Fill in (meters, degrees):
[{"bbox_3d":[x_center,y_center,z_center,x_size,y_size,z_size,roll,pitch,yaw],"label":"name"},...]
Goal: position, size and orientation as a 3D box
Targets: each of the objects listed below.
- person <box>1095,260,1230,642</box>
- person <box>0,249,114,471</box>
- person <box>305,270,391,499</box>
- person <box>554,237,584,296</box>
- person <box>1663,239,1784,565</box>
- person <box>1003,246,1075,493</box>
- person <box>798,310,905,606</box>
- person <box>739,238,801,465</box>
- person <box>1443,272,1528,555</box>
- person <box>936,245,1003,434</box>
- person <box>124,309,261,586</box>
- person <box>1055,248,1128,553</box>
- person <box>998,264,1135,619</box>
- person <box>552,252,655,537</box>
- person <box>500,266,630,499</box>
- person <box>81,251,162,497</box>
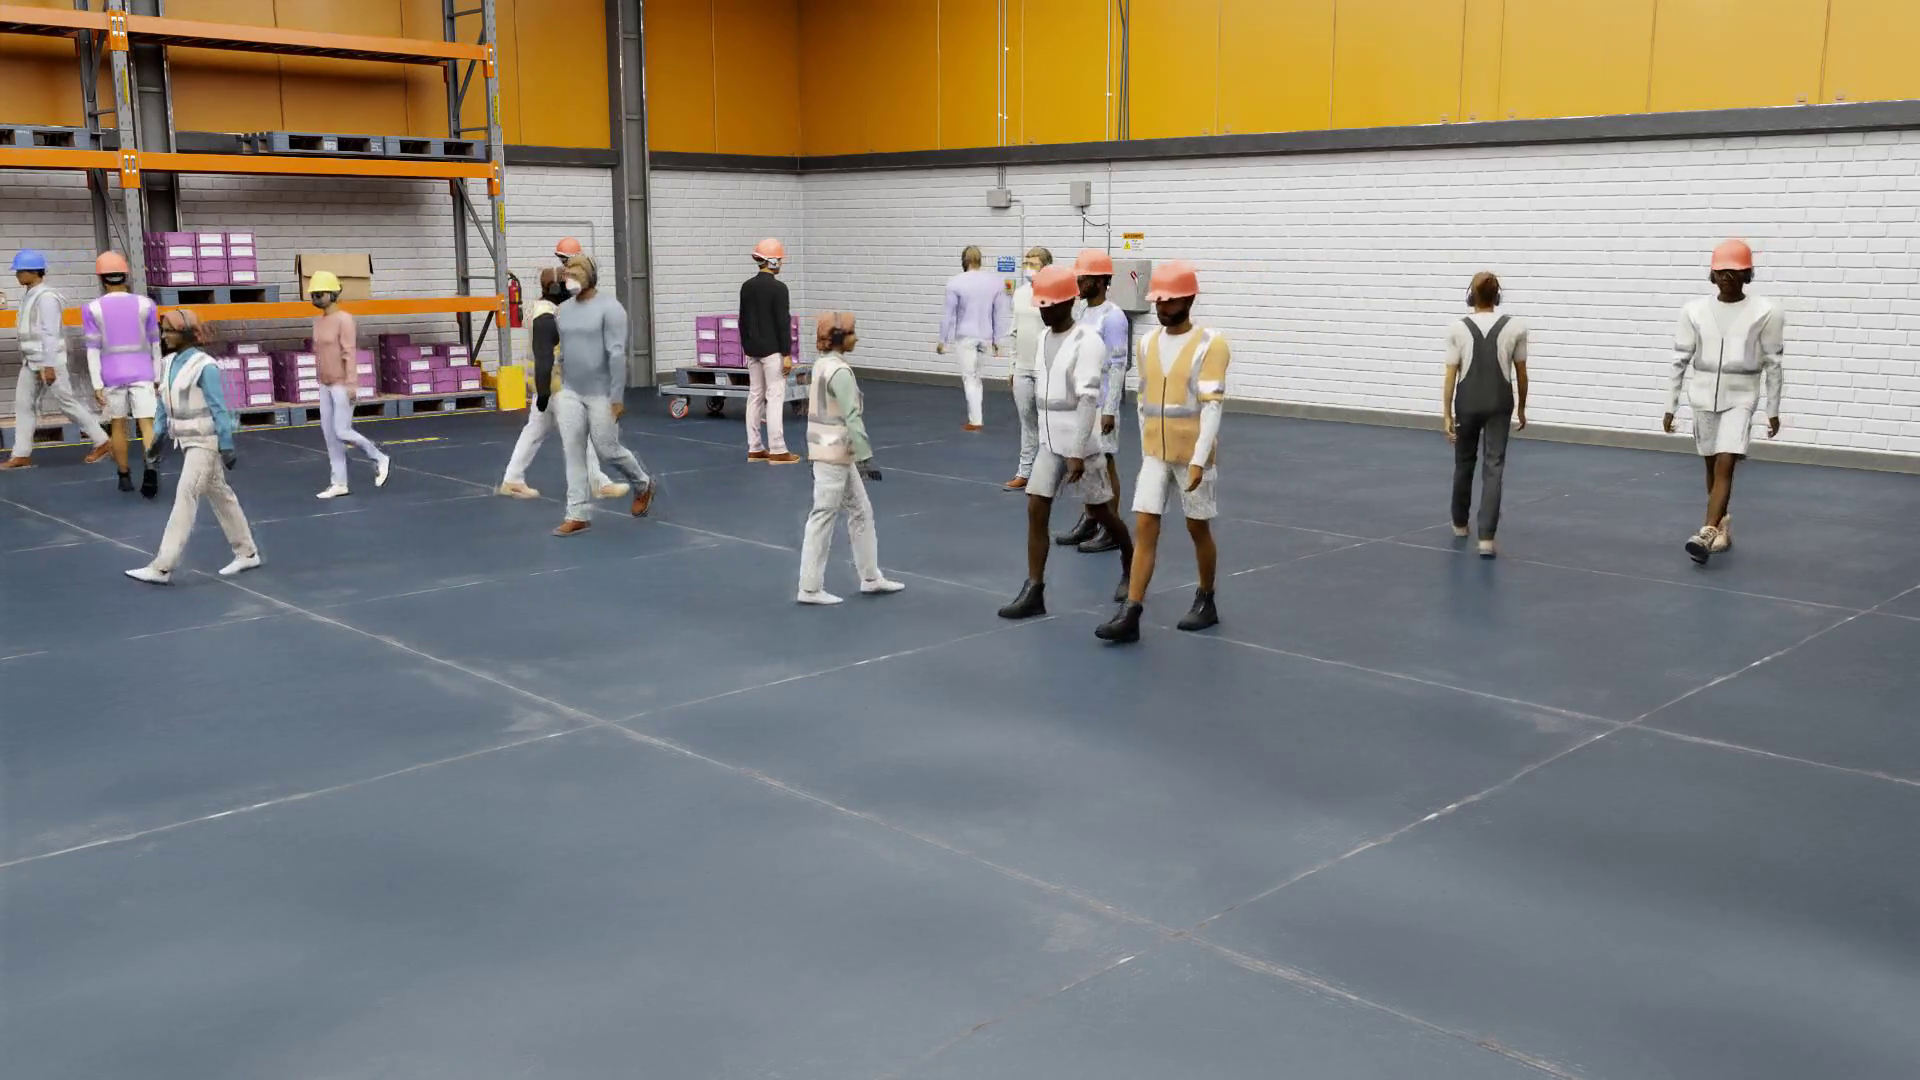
[{"bbox_3d":[1.061,-0.435,8.309,0.551,1.891,0.897,8,13,38],"label":"person"},{"bbox_3d":[-7.924,-1.576,14.505,0.617,1.912,0.969,9,14,41],"label":"person"},{"bbox_3d":[-4.760,-1.200,12.847,0.538,1.752,0.502,8,13,36],"label":"person"},{"bbox_3d":[-4.120,-2.201,17.660,0.371,1.997,0.622,-6,12,-31],"label":"person"},{"bbox_3d":[4.709,-0.855,10.329,0.633,1.987,1.063,9,13,39],"label":"person"},{"bbox_3d":[0.614,-1.322,13.034,0.372,1.940,0.627,-10,14,-43],"label":"person"},{"bbox_3d":[-0.574,-0.438,9.087,0.724,1.613,0.521,-2,11,-10],"label":"person"},{"bbox_3d":[-1.698,-1.669,14.767,0.612,1.994,0.395,10,14,43],"label":"person"},{"bbox_3d":[3.380,-0.823,10.734,0.531,1.795,0.986,3,11,17],"label":"person"},{"bbox_3d":[0.082,-2.051,17.085,0.644,1.916,0.703,-7,13,-34],"label":"person"},{"bbox_3d":[-4.505,-0.538,9.684,0.513,1.592,0.866,9,14,41],"label":"person"},{"bbox_3d":[0.851,-0.888,10.666,0.360,1.939,0.543,-4,11,-22],"label":"person"},{"bbox_3d":[0.648,-0.539,8.943,0.988,1.886,0.555,-8,13,-38],"label":"person"},{"bbox_3d":[-2.473,-1.004,11.373,0.637,1.918,0.845,6,12,29],"label":"person"},{"bbox_3d":[-3.097,-1.188,12.730,0.984,1.798,0.638,-2,11,-13],"label":"person"},{"bbox_3d":[-6.468,-1.279,12.902,0.543,1.913,0.880,-6,12,-29],"label":"person"}]
